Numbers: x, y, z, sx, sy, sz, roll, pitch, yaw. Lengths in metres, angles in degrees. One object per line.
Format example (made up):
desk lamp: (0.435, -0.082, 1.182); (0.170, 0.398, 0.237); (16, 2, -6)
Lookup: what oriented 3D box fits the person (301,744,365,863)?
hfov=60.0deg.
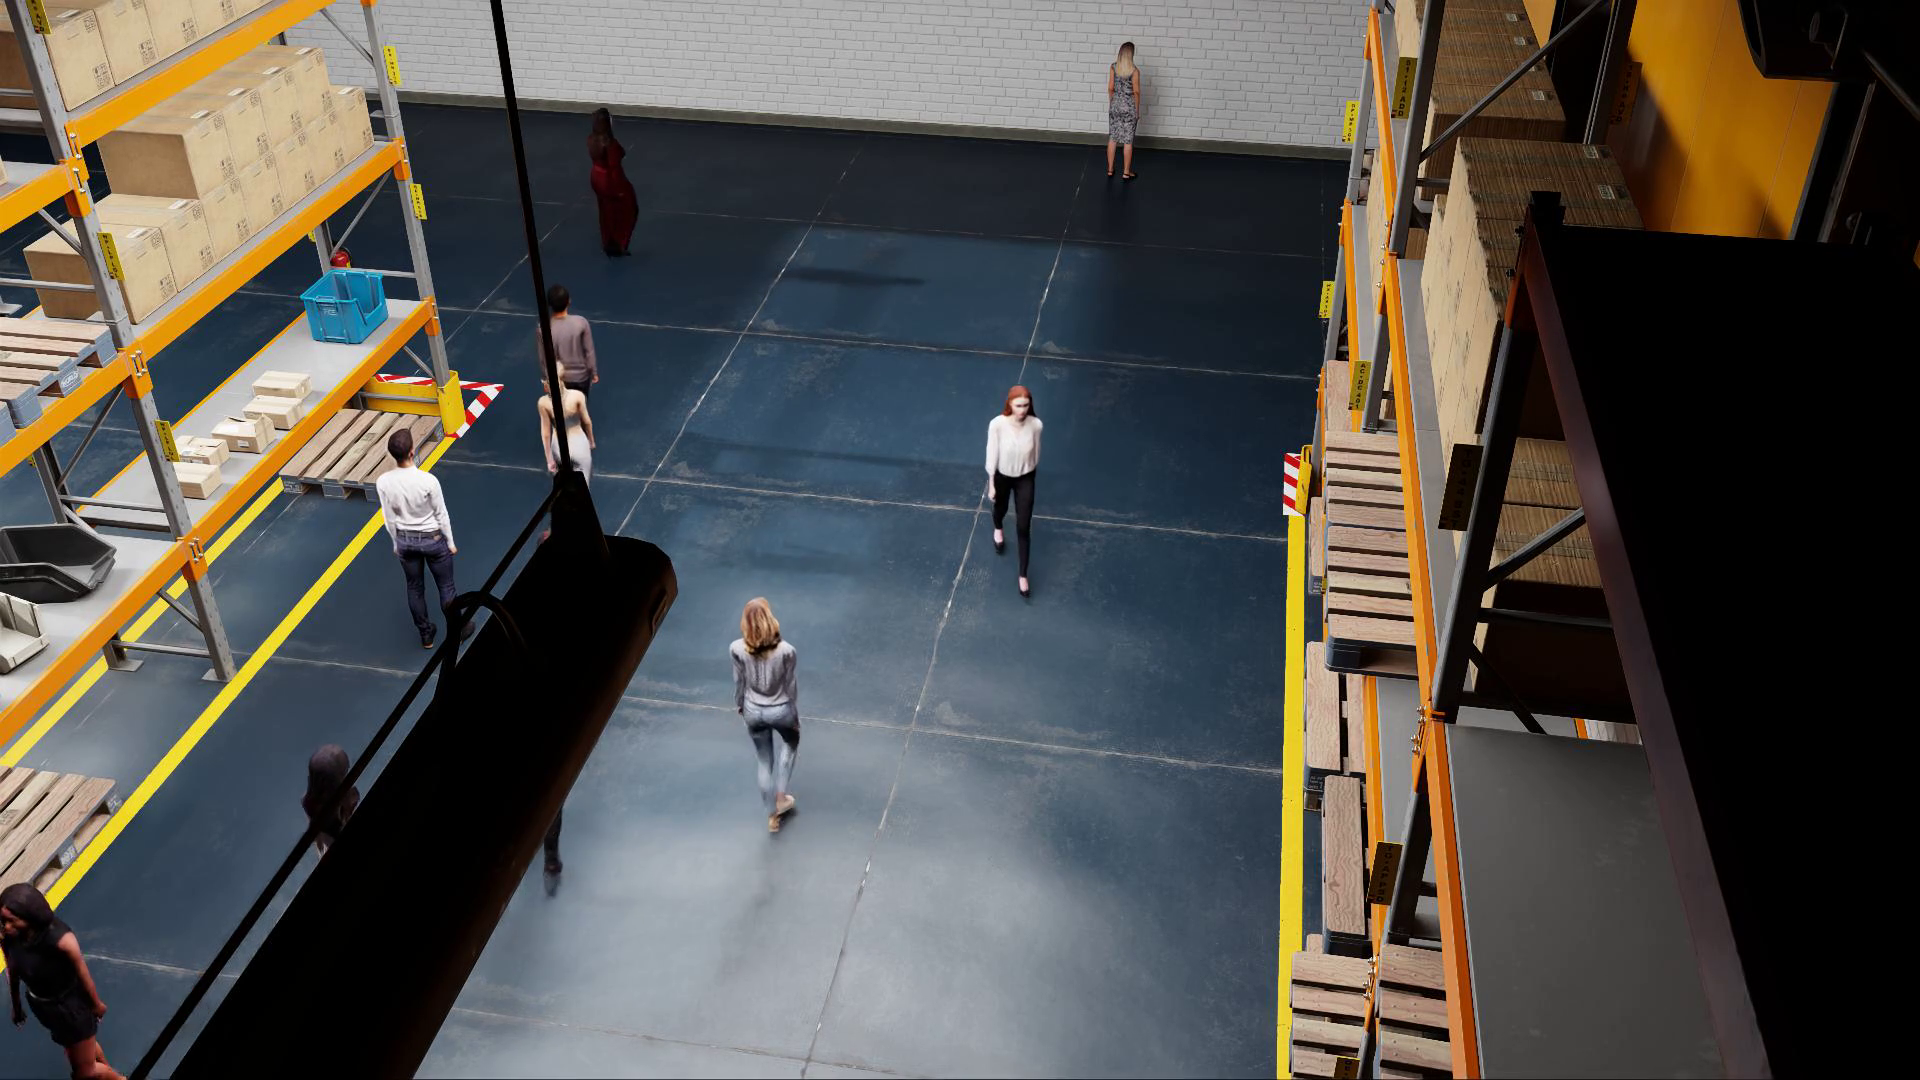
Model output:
person: (-3.599, 1.934, 9.749); (0.582, 1.683, 0.980); (6, 34, 8)

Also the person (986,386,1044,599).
person: (0.395, -0.484, 13.357); (0.829, 1.716, 1.218); (-3, 34, -5)

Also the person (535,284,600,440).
person: (-3.451, -1.407, 14.709); (0.897, 1.756, 0.792); (5, 34, 7)

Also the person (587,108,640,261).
person: (-3.956, -3.910, 18.484); (0.800, 1.746, 0.831); (26, 42, 34)

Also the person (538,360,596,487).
person: (-3.188, -0.645, 13.651); (0.820, 1.659, 1.196); (-5, 34, -8)

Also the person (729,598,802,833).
person: (-1.255, 1.193, 10.776); (0.598, 1.780, 0.598); (5, 34, 8)

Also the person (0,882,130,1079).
person: (-4.766, 2.434, 8.954); (0.632, 1.730, 0.622); (9, 35, 14)

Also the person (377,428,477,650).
person: (-4.045, 0.005, 12.483); (0.655, 1.868, 0.622); (0, 34, 0)

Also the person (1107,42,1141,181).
person: (2.018, -5.335, 20.667); (0.637, 1.703, 0.620); (20, 38, 27)
